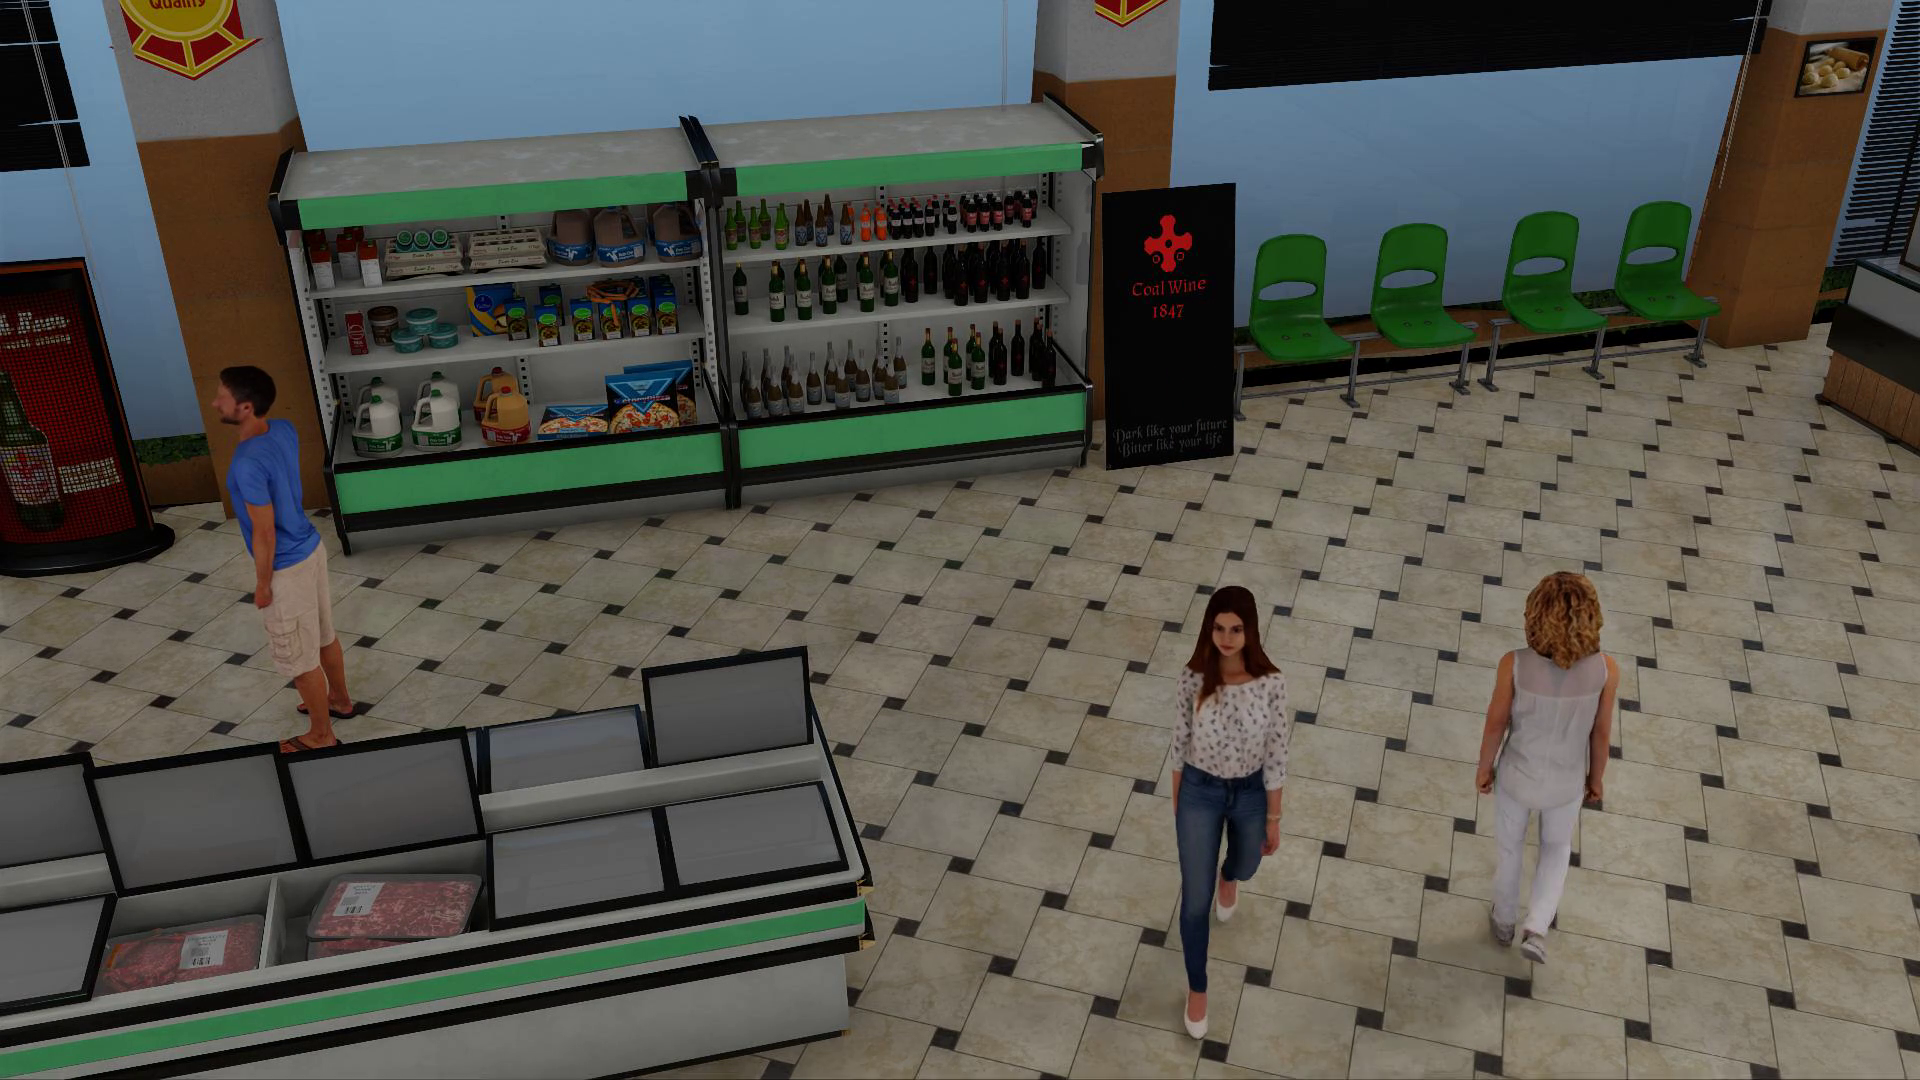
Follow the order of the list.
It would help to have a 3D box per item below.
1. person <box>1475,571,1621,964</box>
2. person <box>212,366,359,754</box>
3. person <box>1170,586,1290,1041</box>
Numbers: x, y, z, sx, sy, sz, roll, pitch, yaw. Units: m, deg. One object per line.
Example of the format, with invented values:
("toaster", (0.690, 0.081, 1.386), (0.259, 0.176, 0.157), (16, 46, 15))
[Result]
("person", (2.152, 0.900, 6.148), (0.835, 1.661, 0.867), (7, 29, 13))
("person", (-3.000, 0.088, 7.425), (0.653, 1.862, 0.698), (0, 29, -1))
("person", (0.983, 0.906, 6.091), (1.085, 1.705, 0.894), (3, 29, 6))
